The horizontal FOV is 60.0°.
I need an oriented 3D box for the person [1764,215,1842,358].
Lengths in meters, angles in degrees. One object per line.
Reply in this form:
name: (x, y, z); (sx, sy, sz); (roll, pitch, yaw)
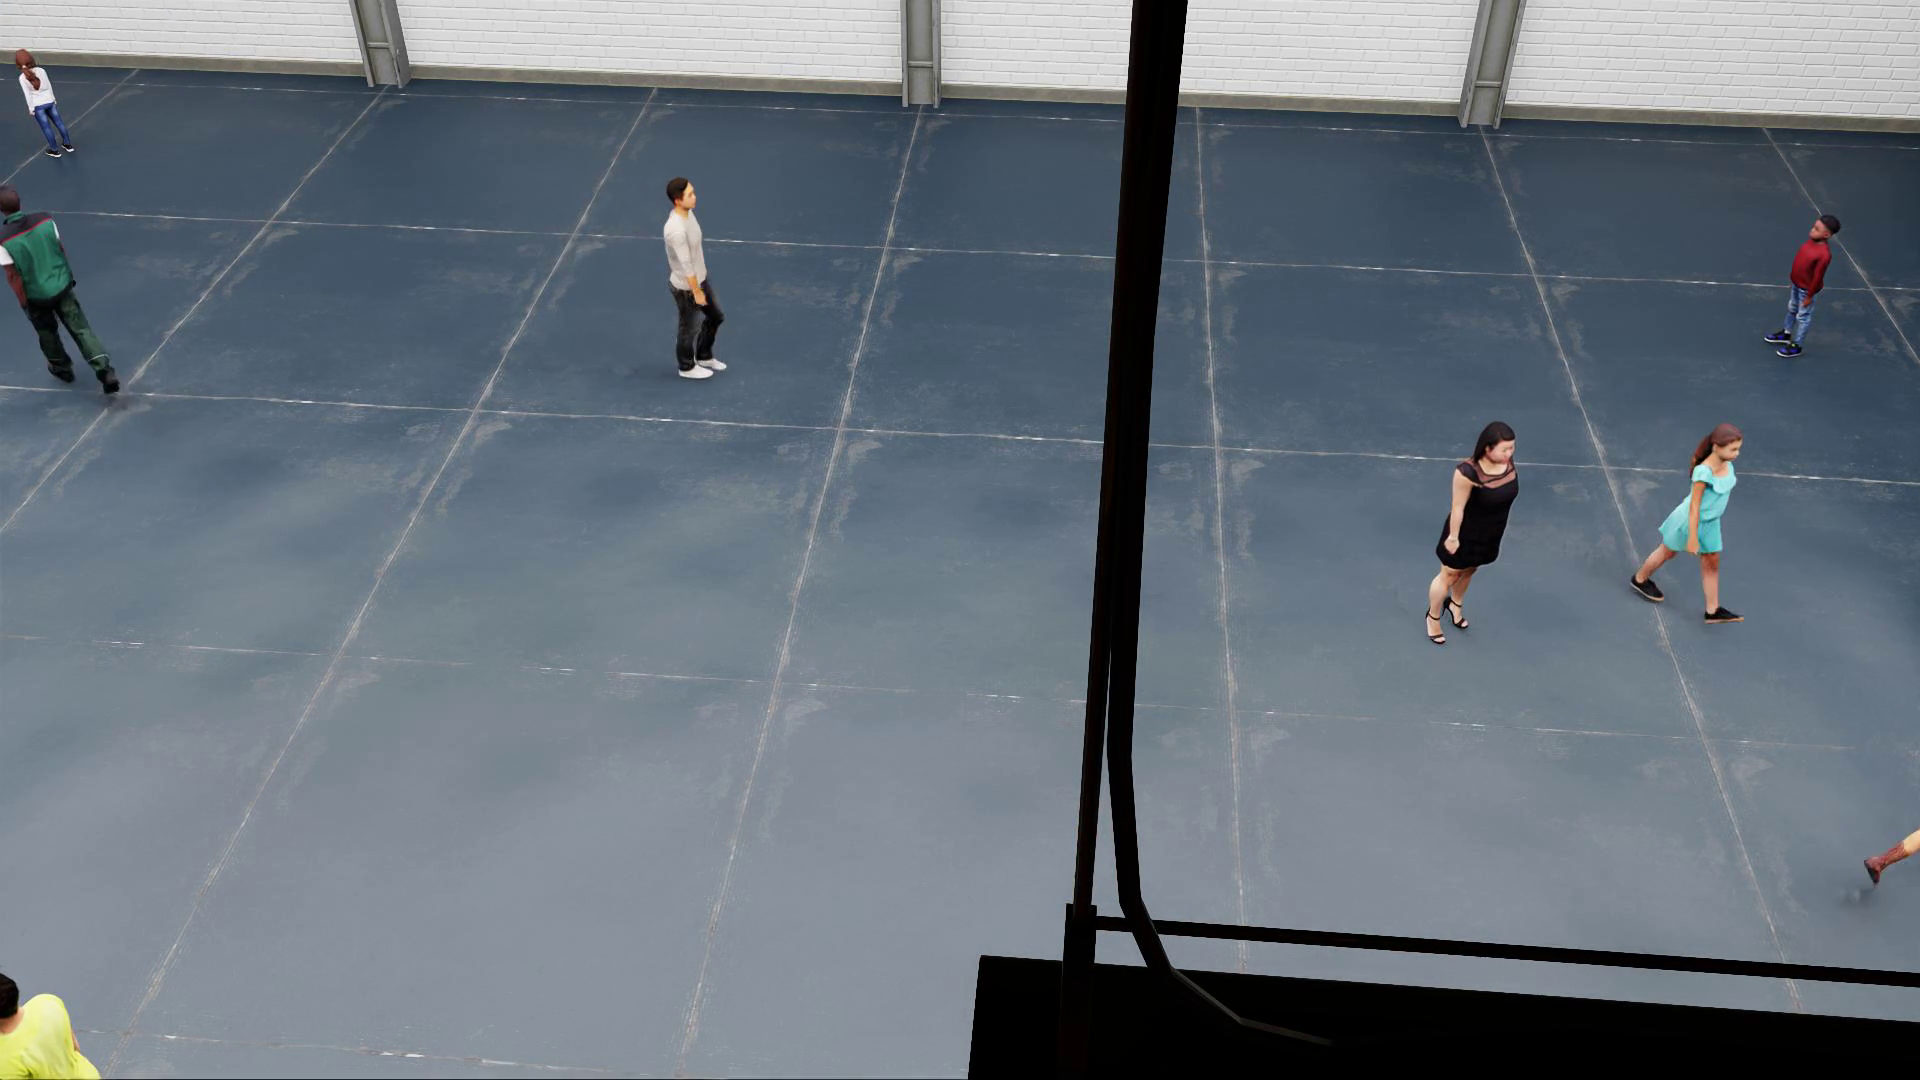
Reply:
person: (7.088, -2.144, 13.899); (0.507, 1.253, 0.512); (-1, 39, -1)

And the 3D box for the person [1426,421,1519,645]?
person: (3.353, -0.064, 10.923); (0.742, 1.718, 0.822); (-22, 44, -25)

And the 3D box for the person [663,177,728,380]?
person: (-2.266, -2.071, 13.371); (0.637, 1.798, 0.660); (4, 39, 6)

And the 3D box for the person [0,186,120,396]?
person: (-7.178, -1.937, 13.198); (1.262, 1.806, 1.108); (28, 46, 30)

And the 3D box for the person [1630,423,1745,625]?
person: (4.882, -0.158, 11.201); (0.998, 1.518, 1.033); (-26, 45, -29)

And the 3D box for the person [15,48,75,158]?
person: (-9.341, -4.462, 16.915); (0.557, 1.113, 0.519); (21, 43, 24)

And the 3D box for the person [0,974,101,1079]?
person: (-4.137, 2.547, 7.662); (0.519, 1.706, 0.604); (4, 39, 5)
